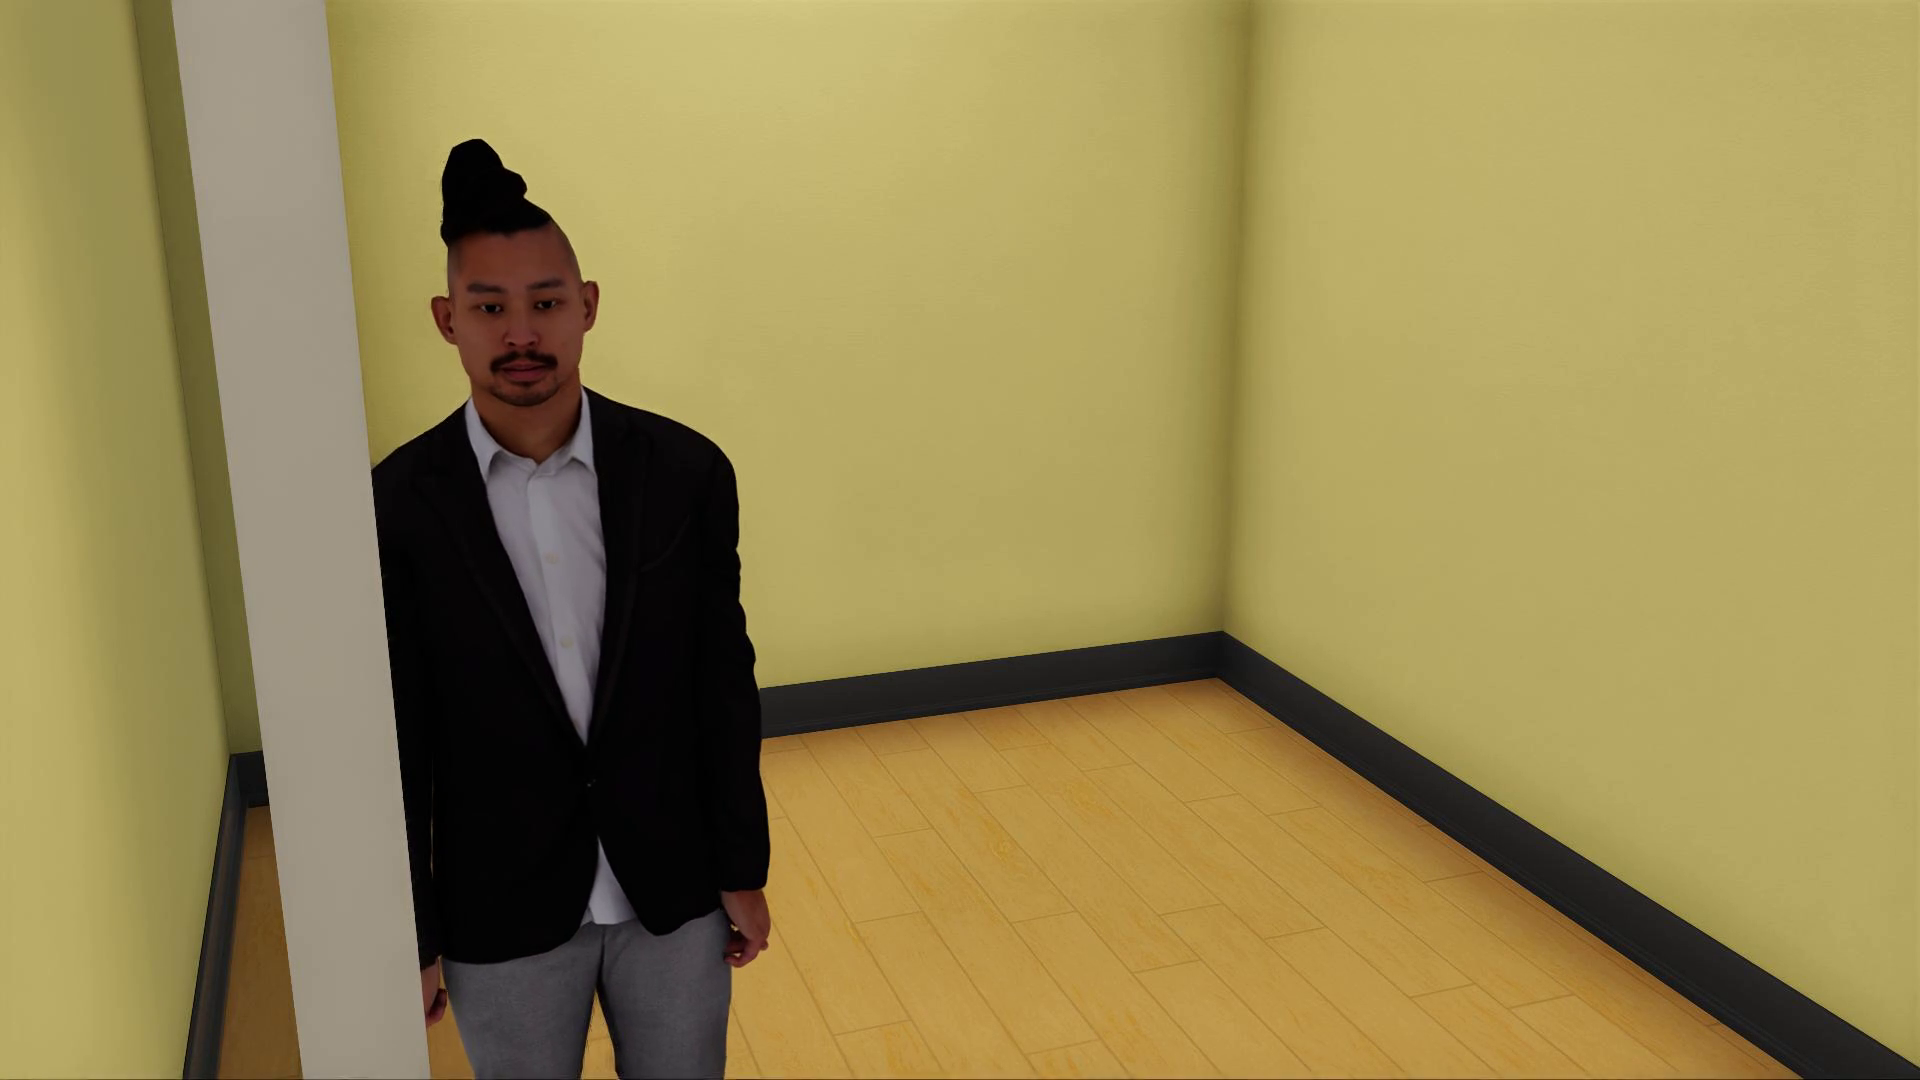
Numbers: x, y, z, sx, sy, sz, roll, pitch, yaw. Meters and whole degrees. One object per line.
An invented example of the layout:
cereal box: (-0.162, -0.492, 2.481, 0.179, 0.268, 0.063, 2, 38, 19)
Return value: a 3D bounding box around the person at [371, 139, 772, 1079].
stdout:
person: (-0.543, 0.434, 2.345, 0.517, 1.947, 0.769, -7, 17, -22)
